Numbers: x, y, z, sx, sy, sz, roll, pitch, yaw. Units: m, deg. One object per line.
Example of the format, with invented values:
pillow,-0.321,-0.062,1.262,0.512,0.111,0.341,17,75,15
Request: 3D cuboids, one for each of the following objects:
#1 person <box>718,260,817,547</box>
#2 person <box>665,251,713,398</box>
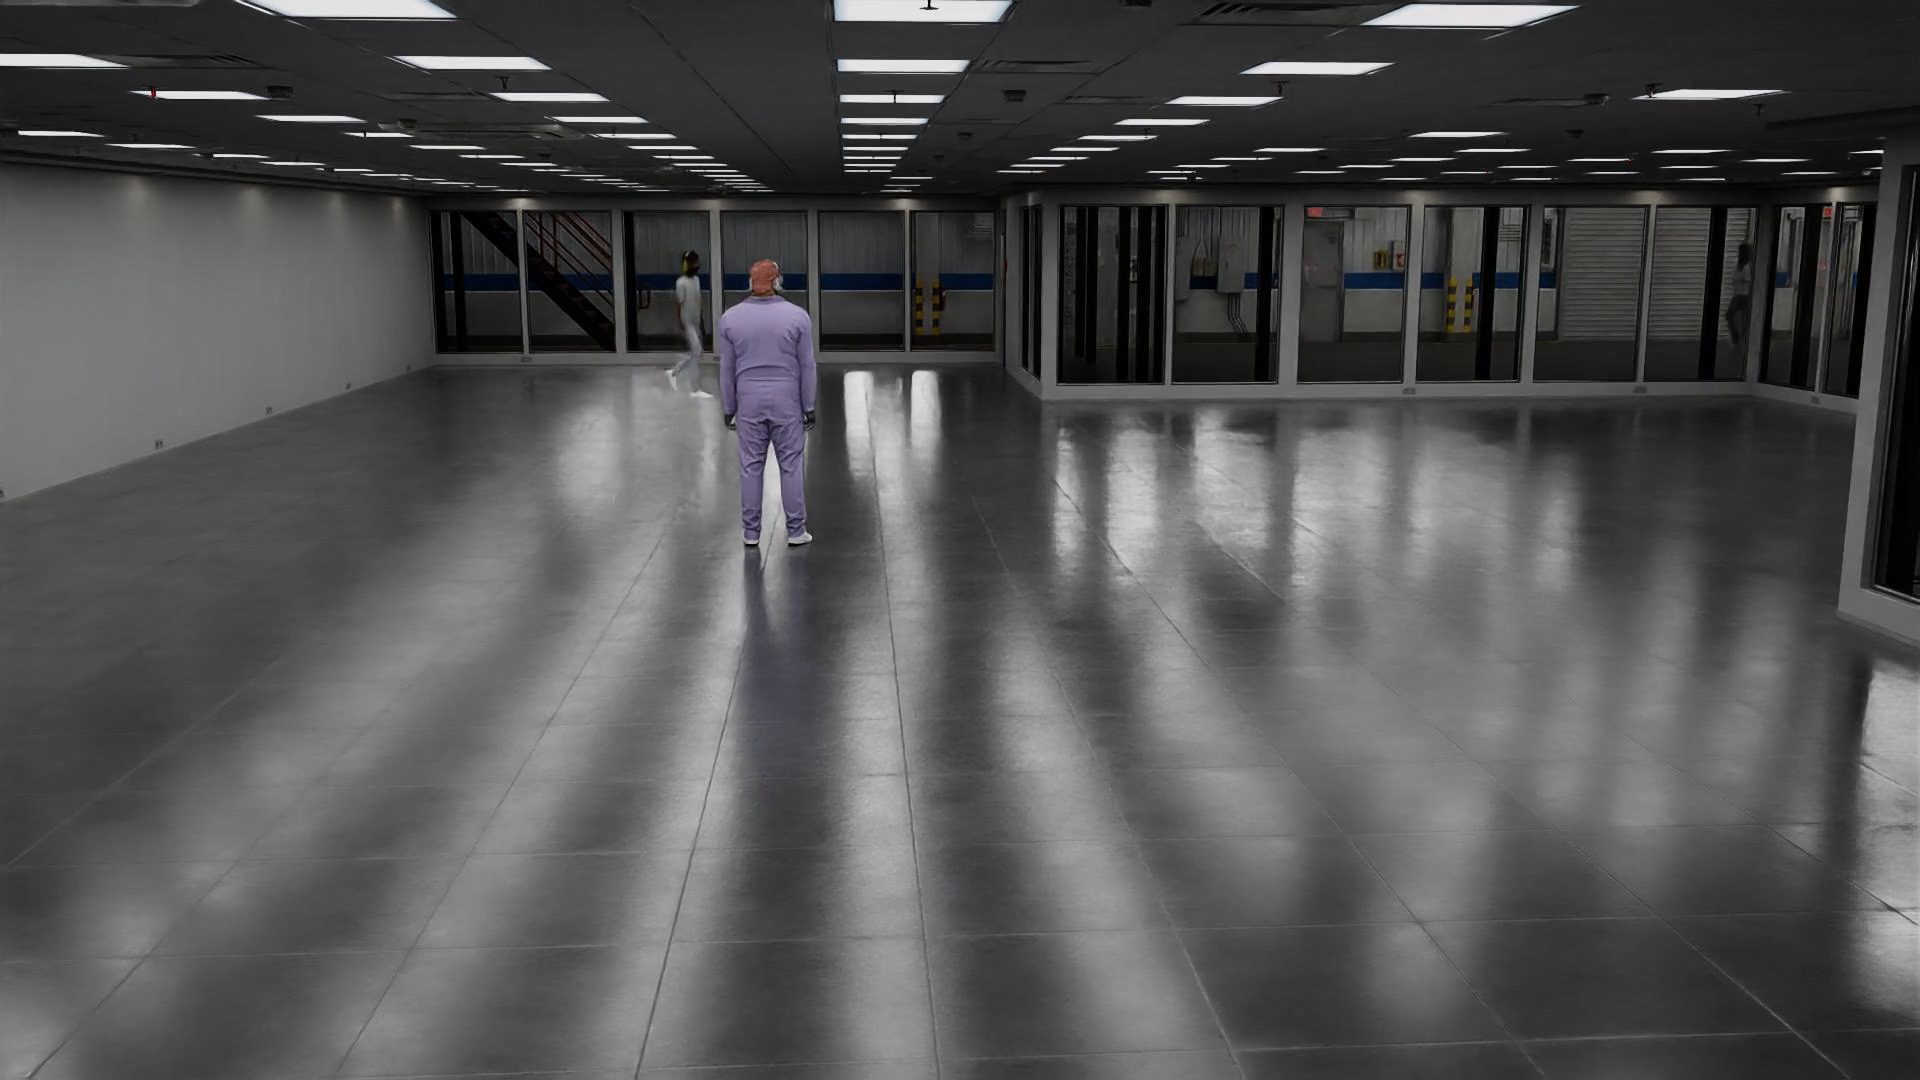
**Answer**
person,-1.262,-0.896,11.036,0.639,1.902,0.407,0,11,2
person,-3.435,-2.711,20.968,0.614,1.850,0.540,3,11,16
